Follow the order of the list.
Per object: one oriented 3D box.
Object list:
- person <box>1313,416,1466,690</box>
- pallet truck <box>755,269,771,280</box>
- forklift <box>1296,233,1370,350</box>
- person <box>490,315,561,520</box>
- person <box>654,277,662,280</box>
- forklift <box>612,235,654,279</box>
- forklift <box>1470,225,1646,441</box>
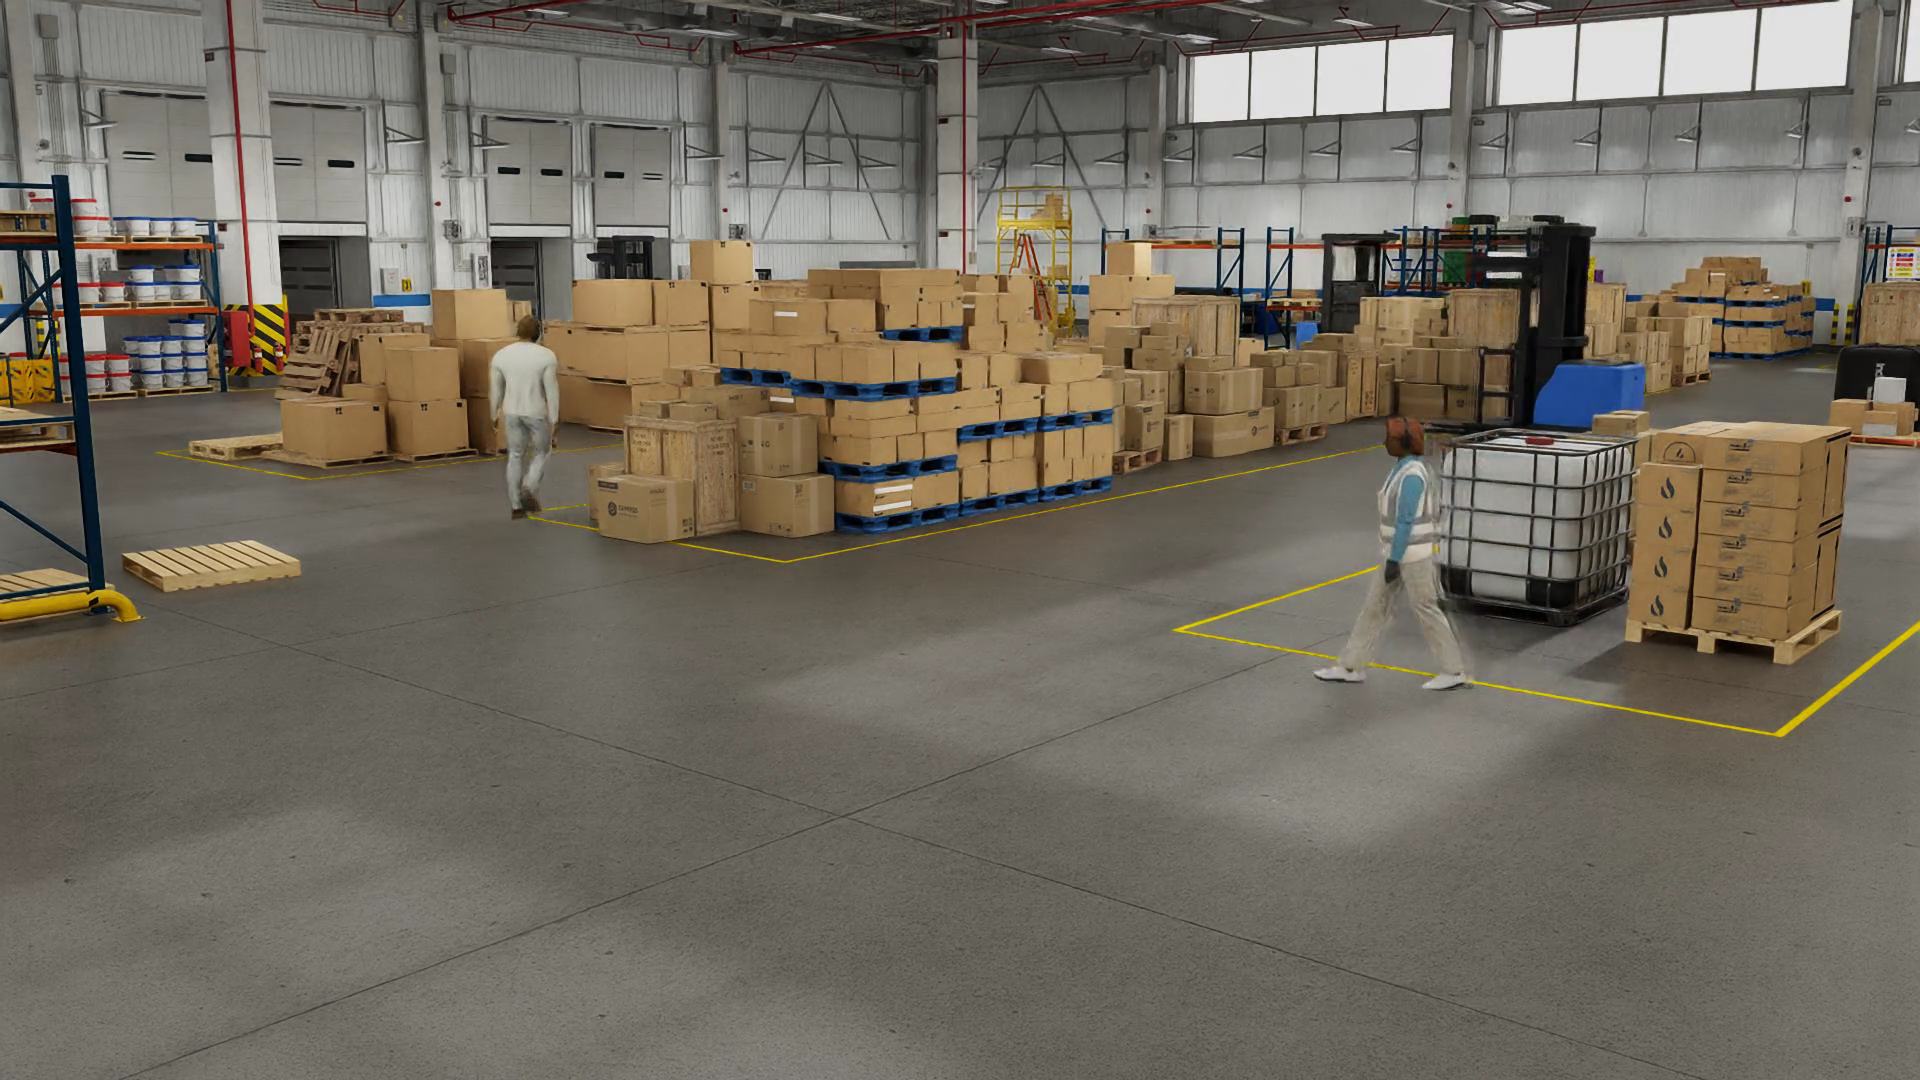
[{"bbox_3d":[2.546,0.084,9.568,0.864,1.593,0.540,1,10,4],"label":"person"},{"bbox_3d":[-4.996,-6.432,45.525,1.885,1.965,0.823,-6,12,-32],"label":"pallet truck"},{"bbox_3d":[7.467,-4.563,32.374,1.129,2.768,1.873,-3,11,-19],"label":"forklift"},{"bbox_3d":[-4.115,-1.161,15.749,0.754,1.909,0.615,1,10,6],"label":"person"},{"bbox_3d":[-6.515,-4.725,36.020,0.636,1.929,0.385,-5,11,-25],"label":"person"},{"bbox_3d":[-7.300,-5.450,37.421,1.873,2.768,1.129,8,13,40],"label":"forklift"},{"bbox_3d":[7.748,-2.628,21.352,1.873,2.768,1.129,8,13,40],"label":"forklift"}]
